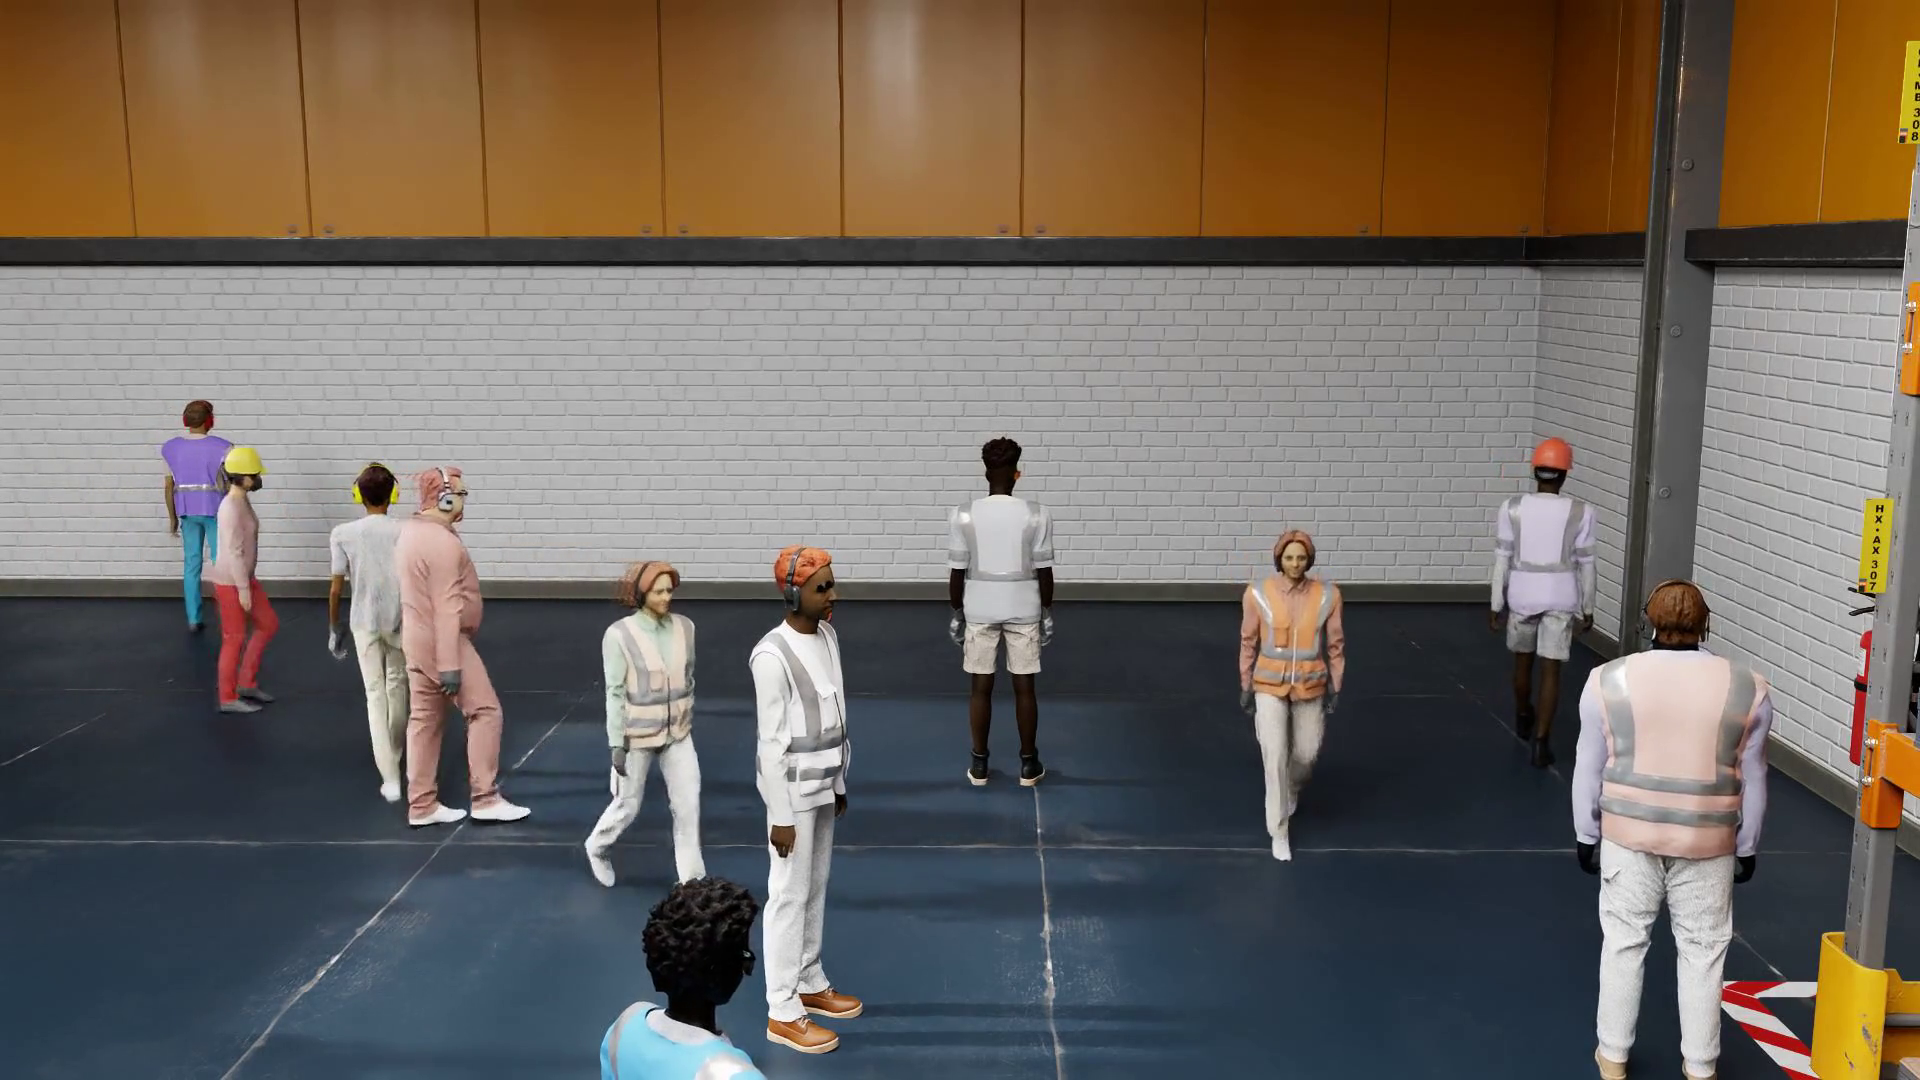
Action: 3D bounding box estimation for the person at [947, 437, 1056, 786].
[{"bbox_3d":[0.234,0.406,9.285,0.600,1.959,0.375,1,10,5],"label":"person"}]

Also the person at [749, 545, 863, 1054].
[{"bbox_3d":[-0.577,0.953,6.240,0.352,1.883,0.580,3,10,16],"label":"person"}]

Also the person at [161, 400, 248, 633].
[{"bbox_3d":[-5.970,-0.179,13.135,0.570,1.841,0.373,0,9,-3],"label":"person"}]

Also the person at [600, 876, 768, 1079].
[{"bbox_3d":[-0.527,1.517,3.426,0.319,1.694,0.532,-9,13,-42],"label":"person"}]

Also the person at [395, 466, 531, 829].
[{"bbox_3d":[-2.561,0.556,8.600,0.712,1.883,0.683,-7,12,-35],"label":"person"}]

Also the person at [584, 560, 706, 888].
[{"bbox_3d":[-1.425,0.870,7.531,0.514,1.607,0.778,-9,13,-44],"label":"person"}]

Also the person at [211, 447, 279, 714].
[{"bbox_3d":[-4.632,0.268,10.738,0.461,1.740,0.554,-2,10,-13],"label":"person"}]

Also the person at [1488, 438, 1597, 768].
[{"bbox_3d":[3.479,0.340,9.885,0.572,1.891,0.894,5,11,26],"label":"person"}]

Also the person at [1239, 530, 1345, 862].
[{"bbox_3d":[1.653,0.733,8.348,0.521,1.620,0.677,0,9,3],"label":"person"}]

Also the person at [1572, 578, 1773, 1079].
[{"bbox_3d":[2.481,1.044,5.857,0.628,1.838,0.429,4,10,21],"label":"person"}]

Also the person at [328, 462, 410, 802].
[{"bbox_3d":[-3.237,0.478,9.281,0.551,1.812,0.961,-4,10,-23],"label":"person"}]
